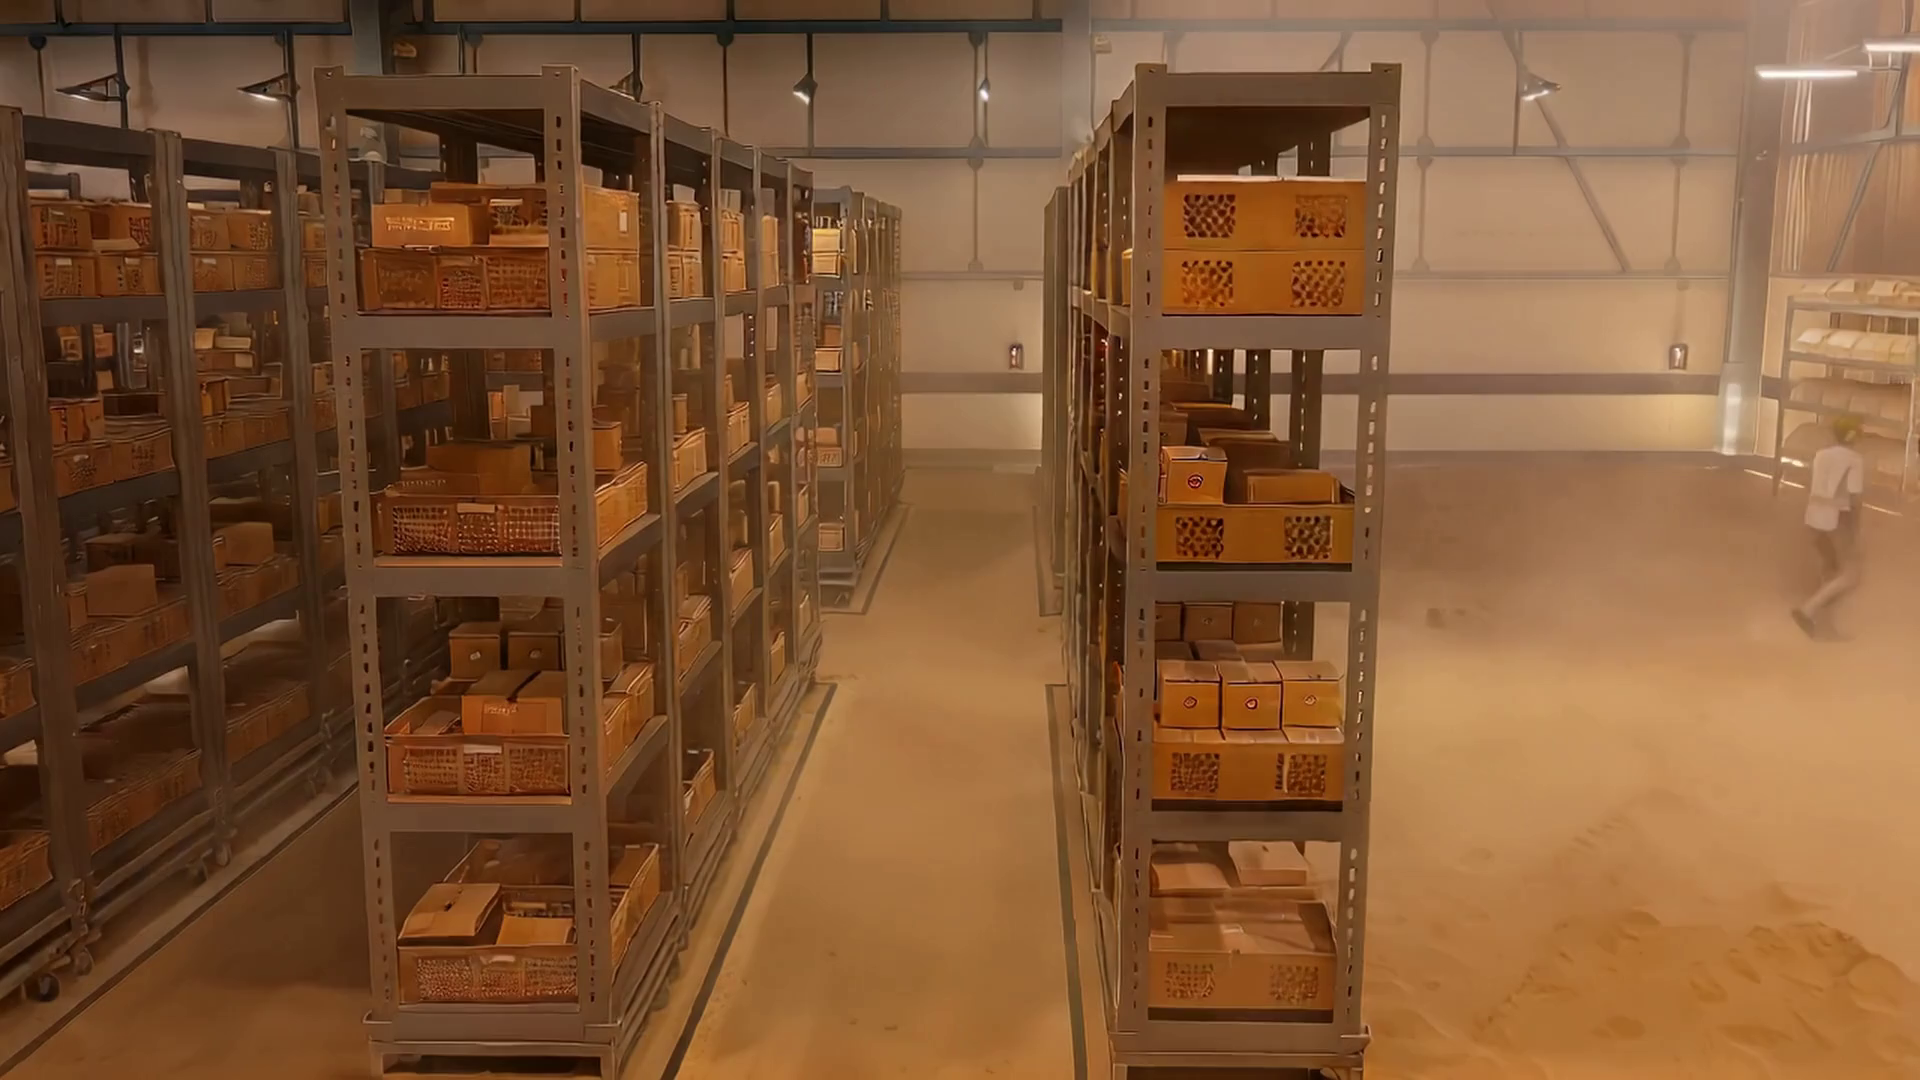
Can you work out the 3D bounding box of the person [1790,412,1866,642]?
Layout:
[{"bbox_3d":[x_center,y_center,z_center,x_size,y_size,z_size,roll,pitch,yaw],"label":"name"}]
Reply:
[{"bbox_3d":[6.807,-0.084,12.960,0.502,1.834,0.584,0,10,-3],"label":"person"}]
